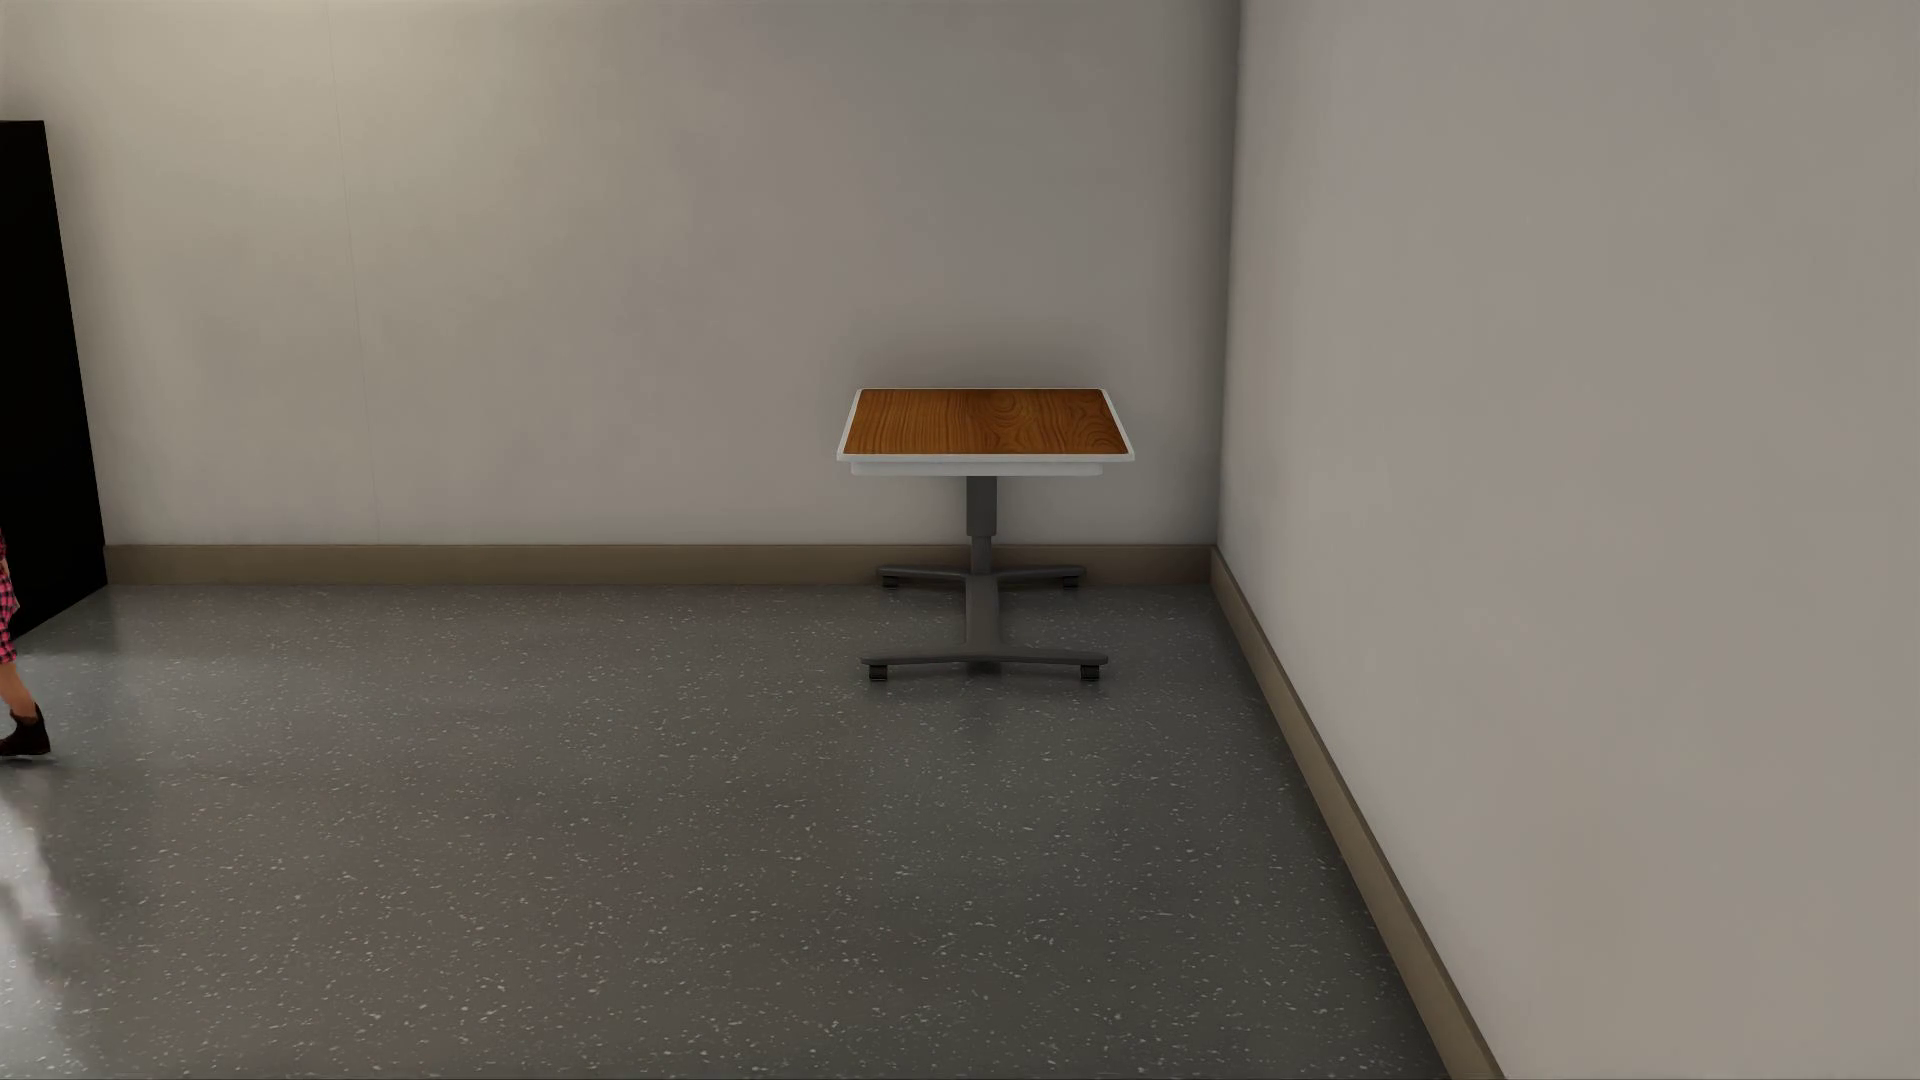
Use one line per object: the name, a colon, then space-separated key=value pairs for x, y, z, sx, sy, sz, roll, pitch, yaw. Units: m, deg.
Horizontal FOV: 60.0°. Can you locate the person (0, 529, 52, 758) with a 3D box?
person: x=-2.880 y=0.177 z=4.920 sx=0.719 sy=1.002 sz=0.461 roll=1 pitch=16 yaw=4
